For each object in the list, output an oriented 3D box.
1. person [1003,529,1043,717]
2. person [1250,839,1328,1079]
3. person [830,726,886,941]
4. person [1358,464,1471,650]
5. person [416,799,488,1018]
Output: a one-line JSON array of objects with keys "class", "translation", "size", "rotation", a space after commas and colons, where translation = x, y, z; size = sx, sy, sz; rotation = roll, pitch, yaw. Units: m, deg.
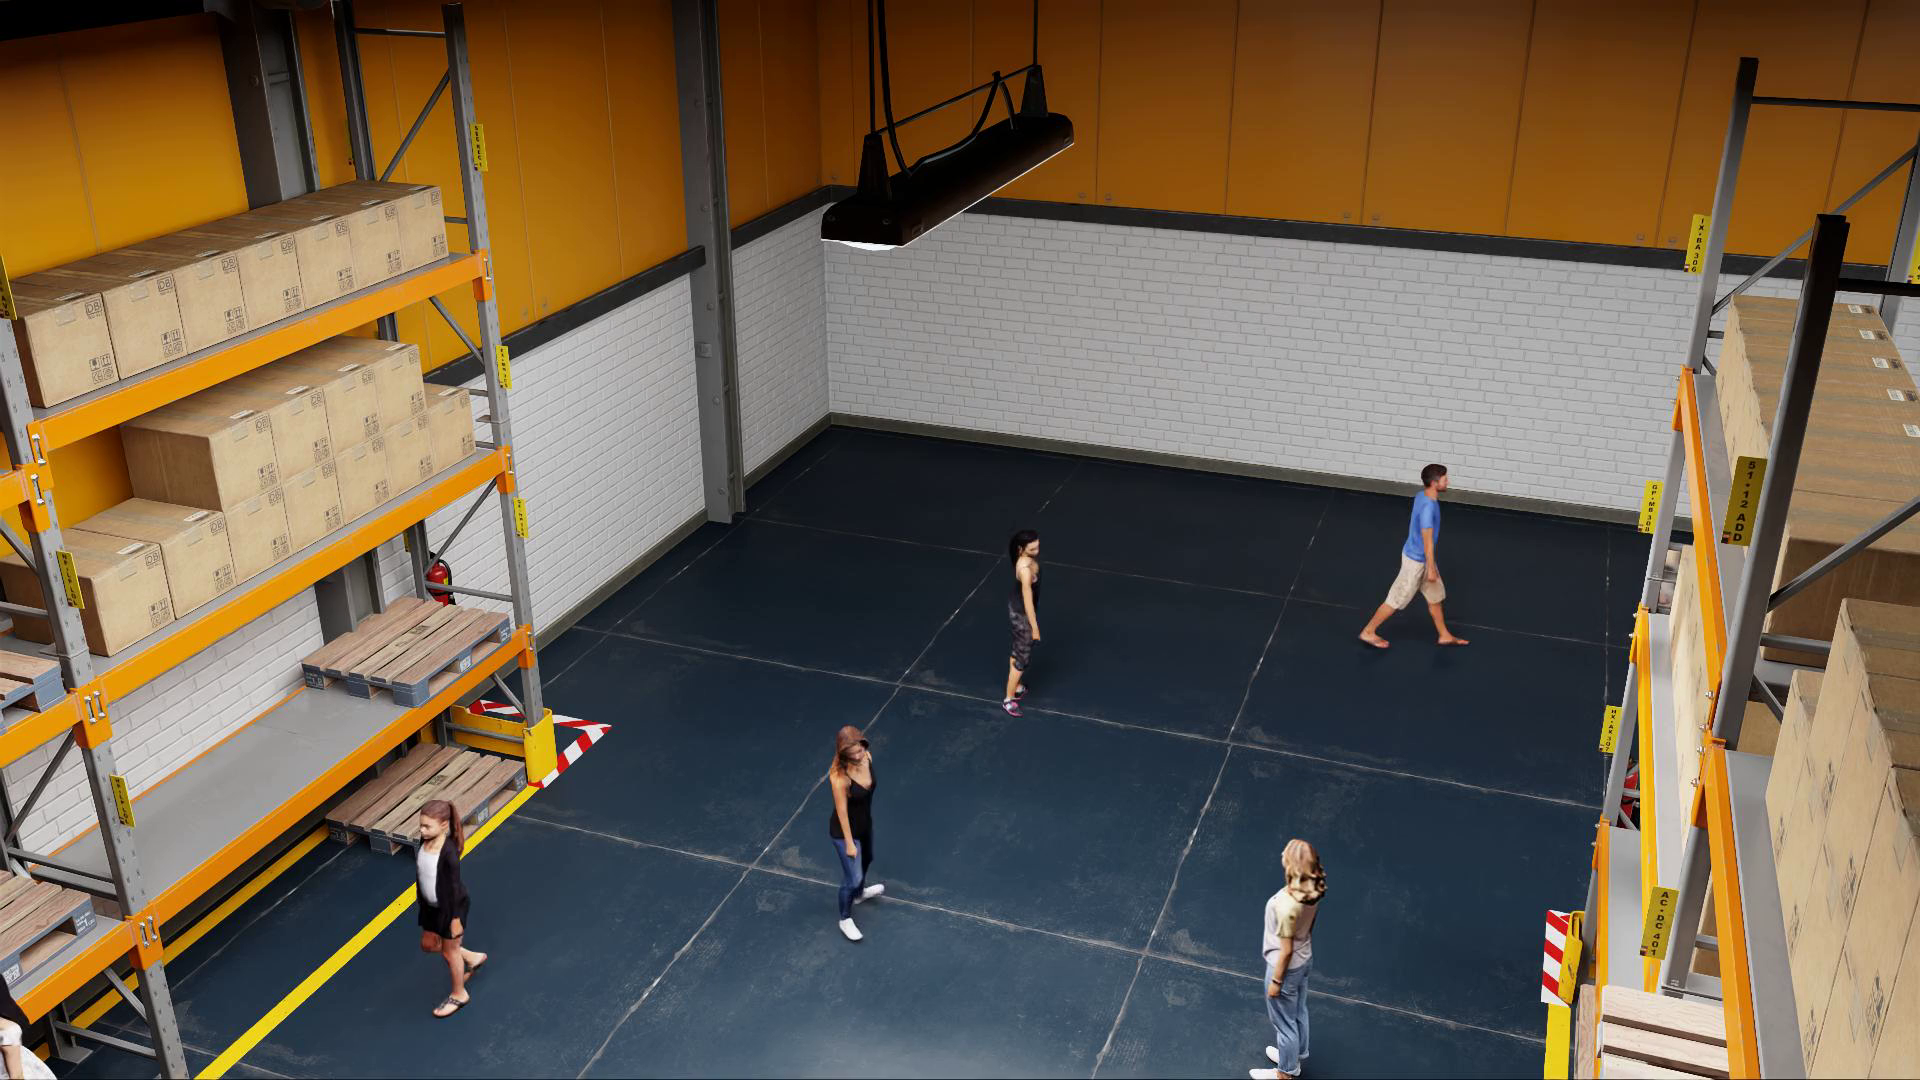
[{"class": "person", "translation": [0.522, 0.633, 14.347], "size": [0.854, 1.702, 0.681], "rotation": [-8, 25, -18]}, {"class": "person", "translation": [1.979, 2.541, 9.956], "size": [0.741, 1.722, 0.566], "rotation": [15, 28, 31]}, {"class": "person", "translation": [-0.738, 1.946, 11.367], "size": [0.878, 1.682, 0.505], "rotation": [5, 24, 11]}, {"class": "person", "translation": [4.102, 0.185, 15.226], "size": [0.822, 1.820, 1.224], "rotation": [5, 24, 12]}, {"class": "person", "translation": [-3.260, 2.311, 10.698], "size": [0.672, 1.551, 0.773], "rotation": [18, 29, 35]}]
